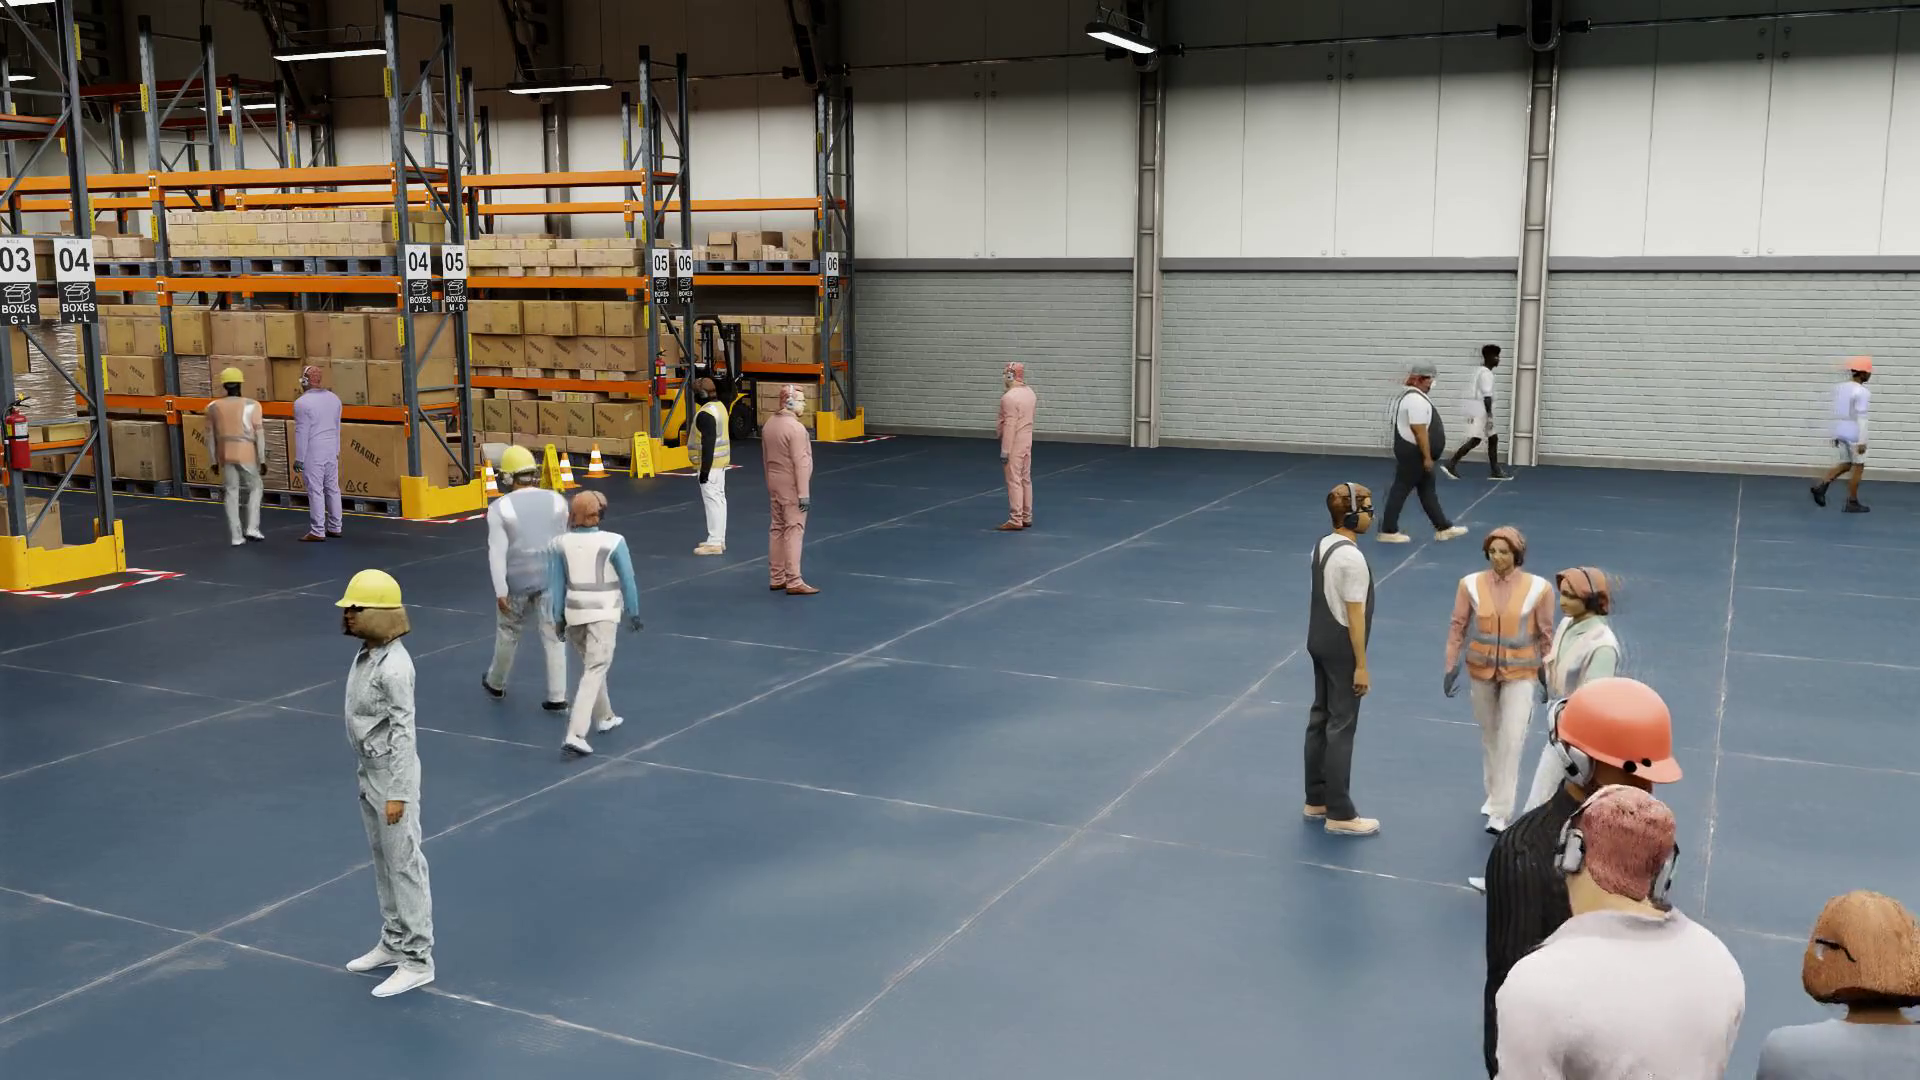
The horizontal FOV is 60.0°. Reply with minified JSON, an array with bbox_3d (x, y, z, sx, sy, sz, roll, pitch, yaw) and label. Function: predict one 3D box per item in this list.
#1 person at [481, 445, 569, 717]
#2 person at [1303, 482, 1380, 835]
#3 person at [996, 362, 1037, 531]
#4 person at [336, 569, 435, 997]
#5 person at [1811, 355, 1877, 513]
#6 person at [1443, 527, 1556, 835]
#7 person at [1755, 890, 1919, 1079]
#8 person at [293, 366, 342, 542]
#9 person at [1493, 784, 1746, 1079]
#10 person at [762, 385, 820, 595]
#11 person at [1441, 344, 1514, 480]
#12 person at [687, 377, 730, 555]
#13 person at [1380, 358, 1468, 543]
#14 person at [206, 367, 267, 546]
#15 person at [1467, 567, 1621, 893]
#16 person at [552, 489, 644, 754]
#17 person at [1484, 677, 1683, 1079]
[{"bbox_3d":[-2.915,0.253,11.149,0.606,1.776,0.941,-7,12,-38],"label":"person"},{"bbox_3d":[2.003,0.616,8.732,0.344,1.847,0.506,-2,9,-12],"label":"person"},{"bbox_3d":[0.611,-1.061,18.830,0.403,1.906,0.652,5,10,26],"label":"person"},{"bbox_3d":[-2.367,0.979,6.811,0.286,1.746,0.490,-7,11,-35],"label":"person"},{"bbox_3d":[10.722,-1.272,20.082,0.601,1.917,0.556,-1,9,-5],"label":"person"},{"bbox_3d":[2.805,0.737,8.726,0.542,1.596,0.846,6,11,32],"label":"person"},{"bbox_3d":[1.935,1.578,3.546,0.546,1.607,0.658,-2,9,-10],"label":"person"},{"bbox_3d":[-6.991,-0.933,18.044,0.407,1.910,0.638,3,10,19],"label":"person"},{"bbox_3d":[1.296,1.461,3.496,0.745,1.873,0.434,-5,11,-30],"label":"person"},{"bbox_3d":[-1.531,-0.457,15.139,0.400,1.903,0.645,-6,11,-34],"label":"person"},{"bbox_3d":[7.237,-1.783,23.219,0.956,1.930,0.610,2,9,12],"label":"person"},{"bbox_3d":[-2.606,-0.766,17.243,0.430,1.838,0.622,1,9,4],"label":"person"},{"bbox_3d":[5.003,-0.963,17.817,0.996,2.000,0.697,2,10,14],"label":"person"},{"bbox_3d":[-7.721,-0.897,17.821,0.608,1.905,0.594,-1,9,-5],"label":"person"},{"bbox_3d":[2.703,0.920,7.535,0.675,1.612,0.544,-1,9,-3],"label":"person"},{"bbox_3d":[-2.281,0.489,10.264,0.520,1.596,0.854,4,10,21],"label":"person"},{"bbox_3d":[1.528,1.299,4.116,0.622,1.982,0.405,-7,12,-37],"label":"person"}]
